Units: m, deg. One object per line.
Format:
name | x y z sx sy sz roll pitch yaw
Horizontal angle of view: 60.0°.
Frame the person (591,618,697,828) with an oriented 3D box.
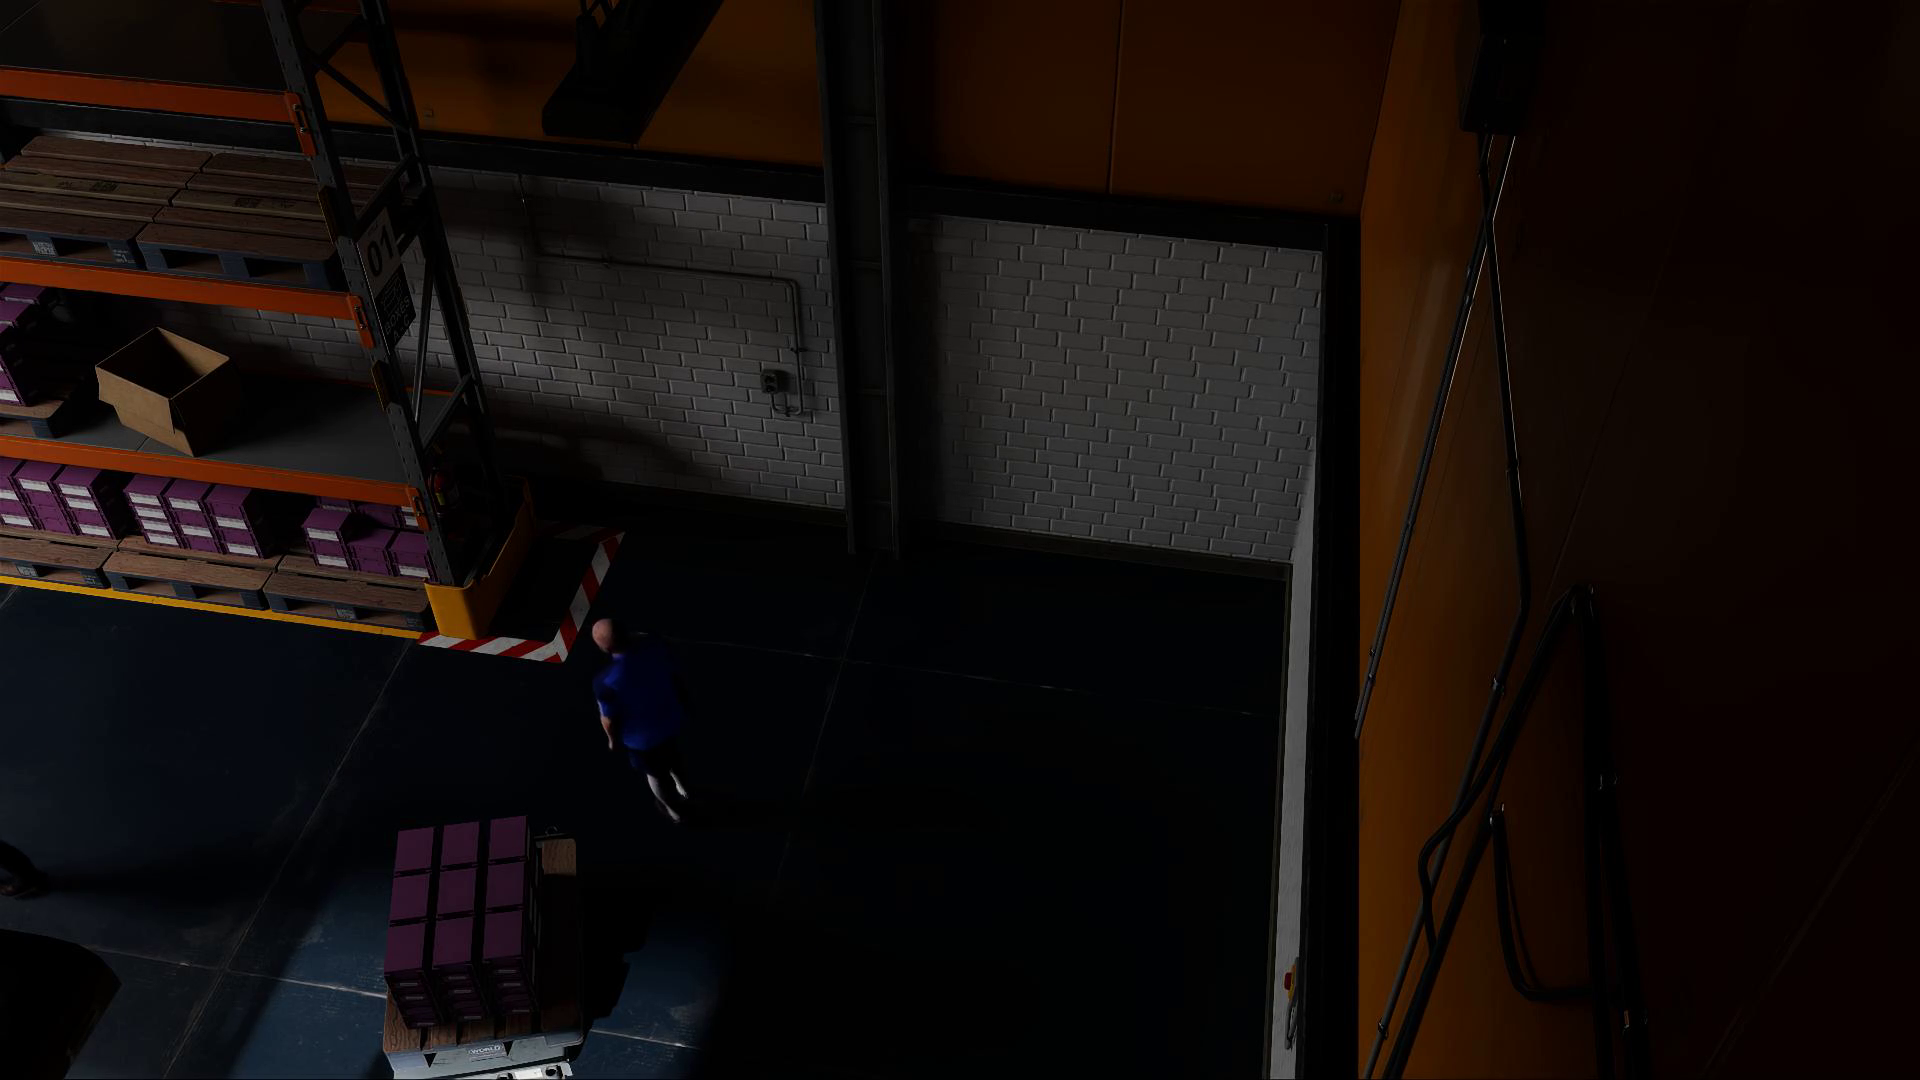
person | -1.783 1.132 9.782 0.847 1.809 0.860 -33 53 -30
